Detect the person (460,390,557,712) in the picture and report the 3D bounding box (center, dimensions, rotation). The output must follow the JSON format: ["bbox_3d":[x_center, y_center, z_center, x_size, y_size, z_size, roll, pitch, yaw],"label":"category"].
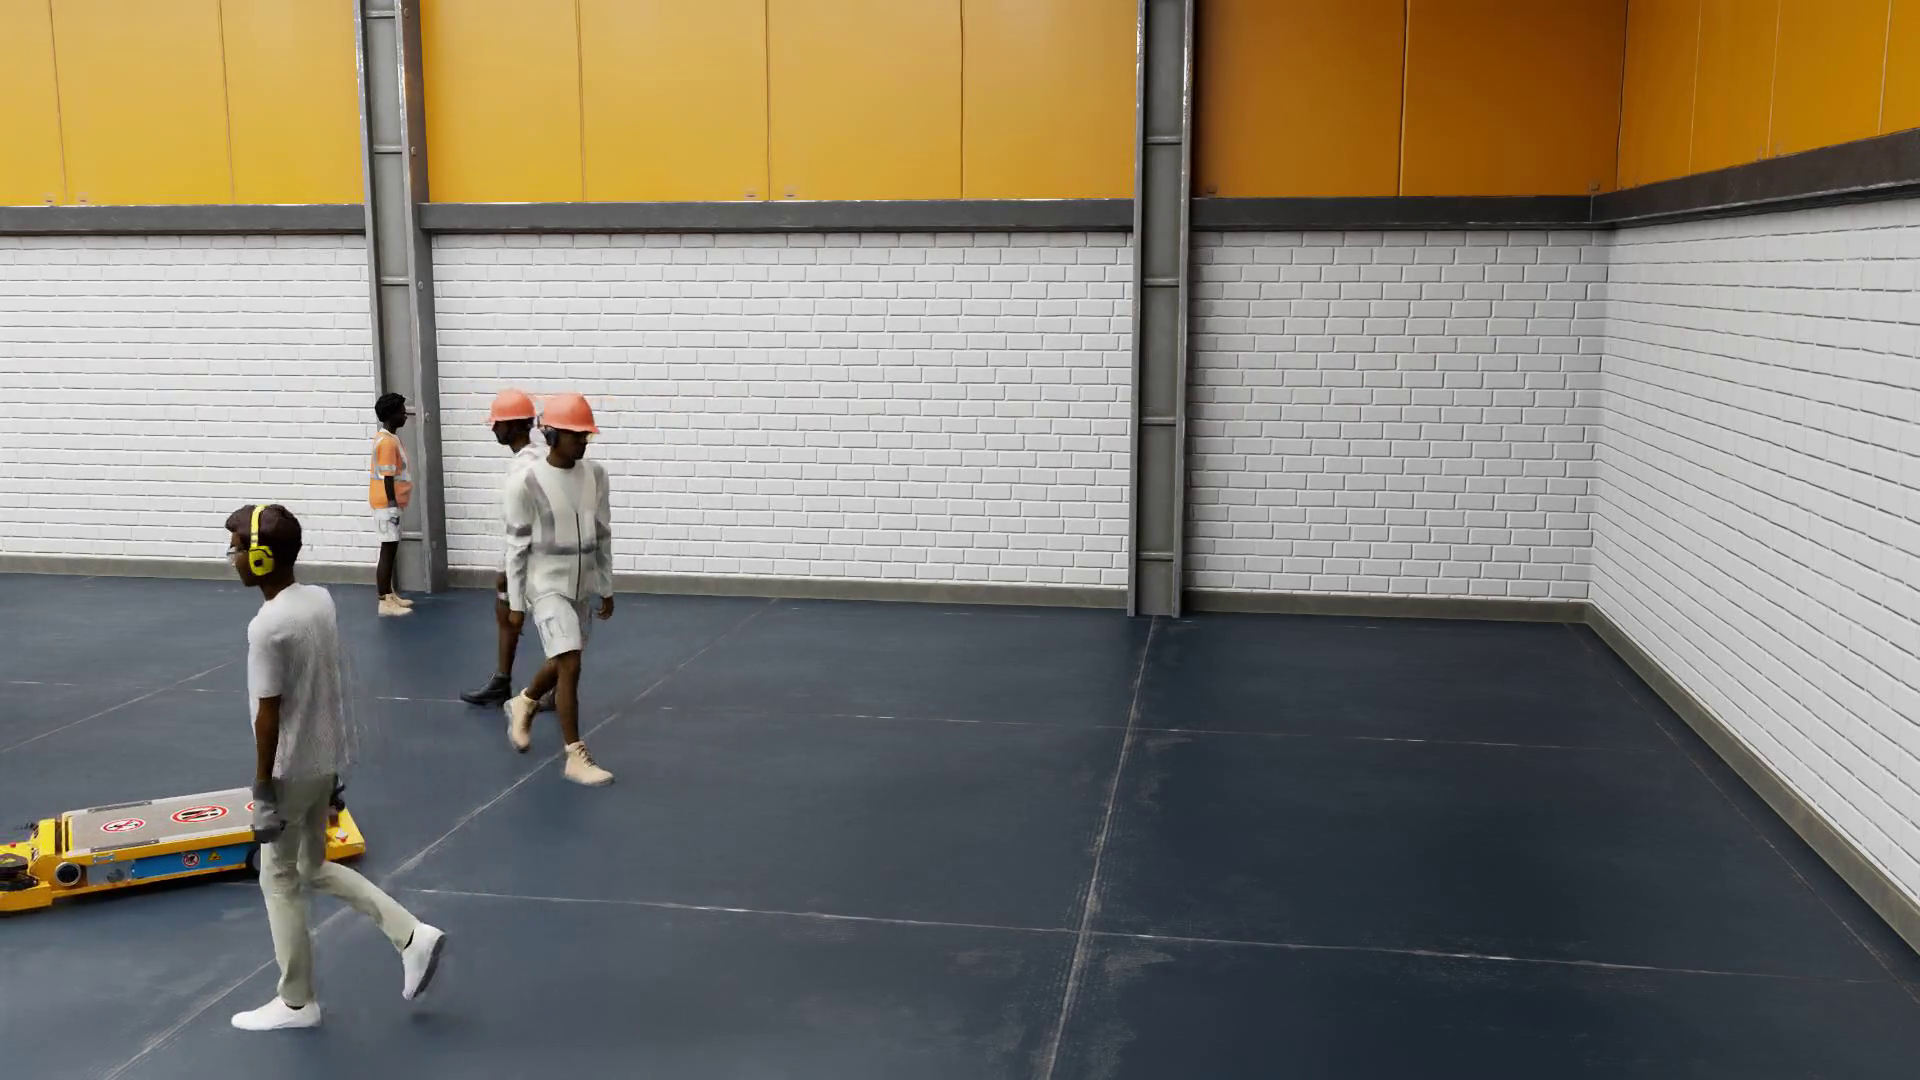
[{"bbox_3d":[-2.649,0.083,9.728,0.812,1.907,0.577,-2,9,-10],"label":"person"}]

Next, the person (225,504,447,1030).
[{"bbox_3d":[-2.165,0.785,5.639,0.641,1.847,0.522,0,9,3],"label":"person"}]

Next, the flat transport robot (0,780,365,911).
[{"bbox_3d":[-3.401,1.303,7.258,1.431,0.197,0.652,-5,10,-28],"label":"flat transport robot"}]

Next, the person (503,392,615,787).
[{"bbox_3d":[-2.119,0.221,8.623,0.934,2.003,0.606,7,12,38],"label":"person"}]

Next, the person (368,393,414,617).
[{"bbox_3d":[-4.311,-0.271,12.603,0.320,1.693,0.535,-3,10,-17],"label":"person"}]
